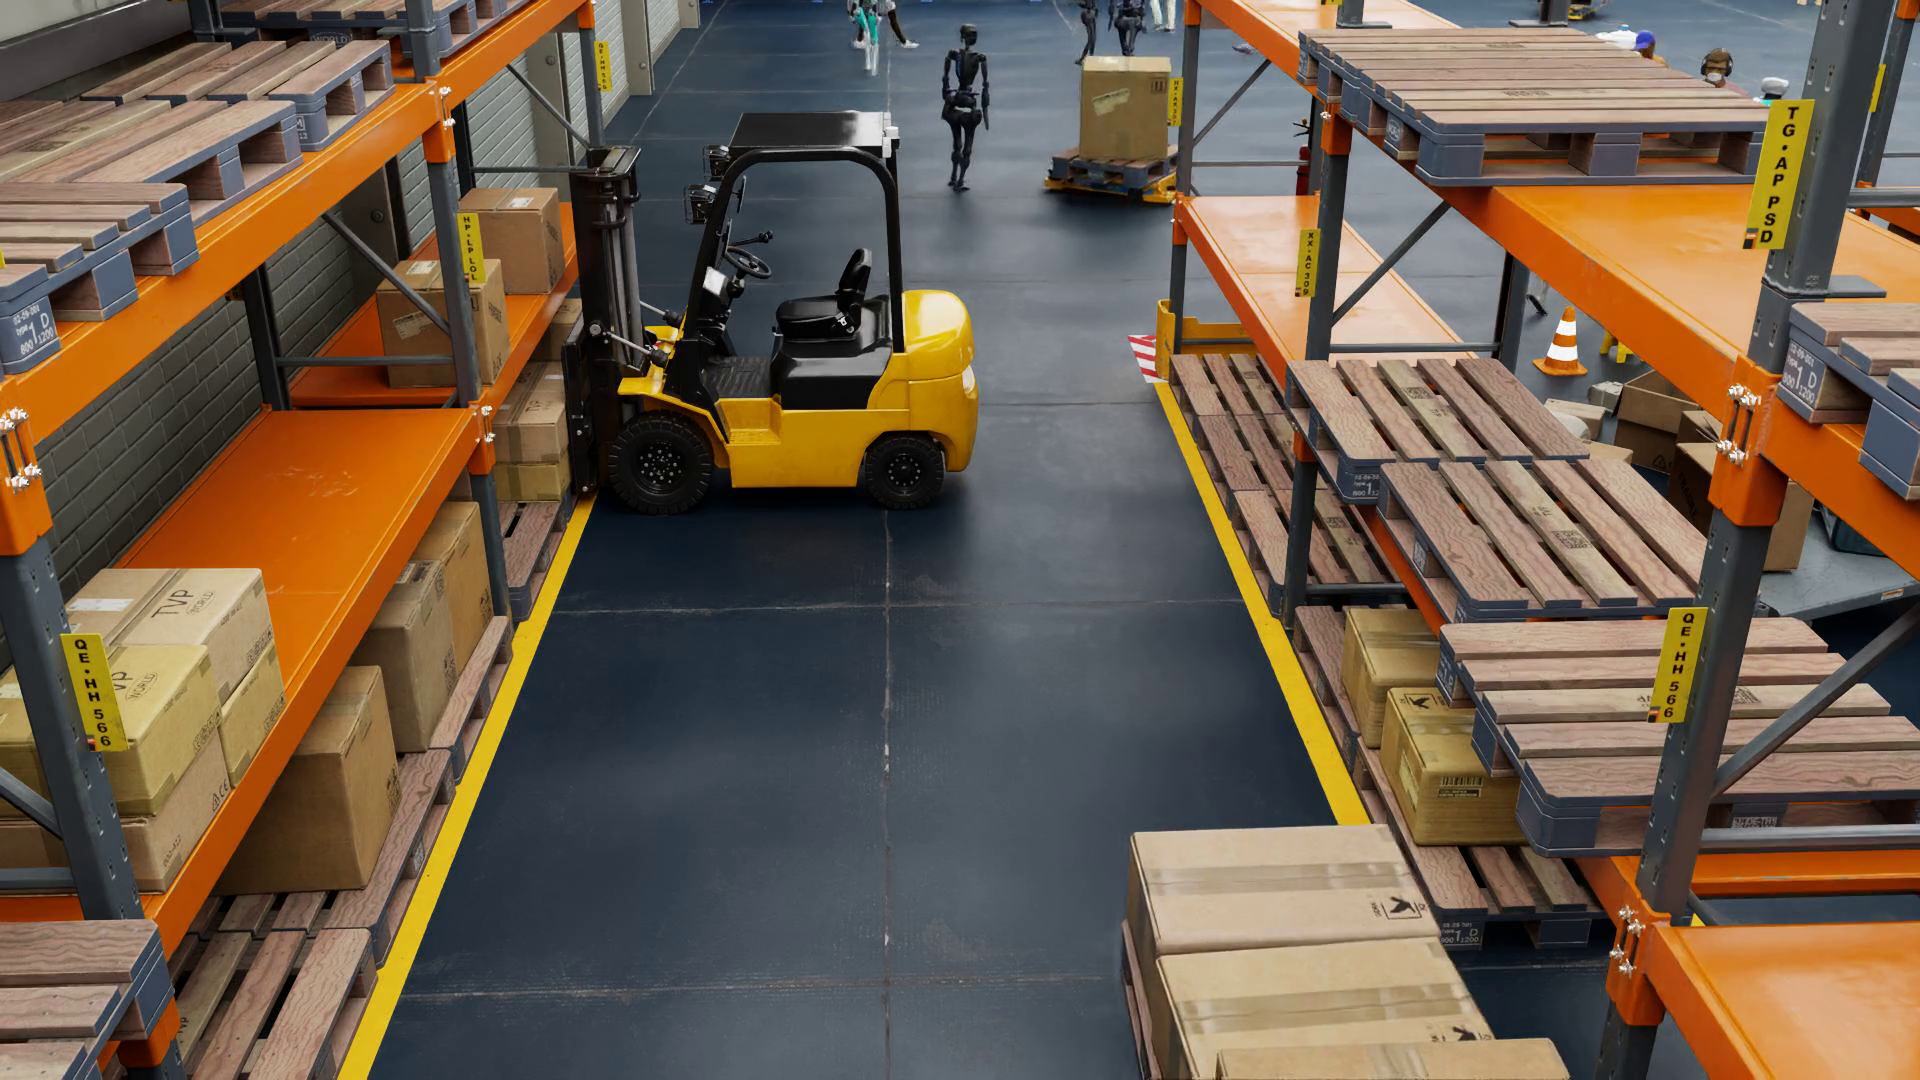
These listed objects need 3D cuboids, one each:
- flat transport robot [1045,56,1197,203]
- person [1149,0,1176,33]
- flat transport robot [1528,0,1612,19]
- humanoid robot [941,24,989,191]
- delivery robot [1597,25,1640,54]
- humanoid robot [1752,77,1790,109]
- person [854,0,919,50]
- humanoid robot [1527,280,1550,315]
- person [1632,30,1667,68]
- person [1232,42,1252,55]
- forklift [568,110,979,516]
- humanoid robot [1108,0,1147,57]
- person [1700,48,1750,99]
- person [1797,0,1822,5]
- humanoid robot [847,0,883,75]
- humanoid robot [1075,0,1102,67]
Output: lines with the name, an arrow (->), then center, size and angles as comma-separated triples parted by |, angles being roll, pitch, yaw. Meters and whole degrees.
flat transport robot -> 1.655, -3.700, 17.139 | 1.431, 0.231, 0.659 | 15, 29, 28
person -> 3.296, -9.081, 26.814 | 0.587, 1.731, 0.528 | -21, 33, -37
flat transport robot -> 10.522, -9.182, 28.749 | 0.659, 0.231, 1.431 | 14, 29, 28
humanoid robot -> 0.001, -4.450, 17.093 | 0.601, 1.636, 0.445 | 16, 30, 30
delivery robot -> 9.618, -7.145, 24.117 | 0.812, 0.609, 0.499 | 11, 28, 22
humanoid robot -> 6.747, -2.845, 13.671 | 0.694, 1.851, 0.538 | 8, 27, 17
person -> -1.158, -8.352, 25.164 | 1.026, 1.826, 0.577 | 1, 25, 2
humanoid robot -> 4.917, -2.555, 13.024 | 0.974, 1.773, 0.530 | -1, 25, -1
person -> 6.845, -4.238, 16.624 | 0.582, 1.676, 0.441 | 1, 25, 3
person -> 4.585, -8.079, 24.620 | 0.954, 1.792, 0.587 | -5, 26, -10
forklift -> -1.043, -1.379, 9.976 | 2.313, 2.155, 1.214 | -1, 25, -2
humanoid robot -> 2.318, -7.227, 22.997 | 0.613, 1.619, 0.765 | 16, 29, 30
person -> 6.270, -3.184, 14.111 | 0.622, 1.931, 0.374 | 12, 28, 24
person -> 15.422, -10.563, 29.773 | 0.540, 1.893, 0.396 | 6, 26, 12
humanoid robot -> -1.265, -7.386, 23.289 | 0.532, 1.823, 0.770 | 8, 26, 16
humanoid robot -> 1.854, -7.605, 23.762 | 0.341, 1.647, 0.614 | 5, 26, 11
